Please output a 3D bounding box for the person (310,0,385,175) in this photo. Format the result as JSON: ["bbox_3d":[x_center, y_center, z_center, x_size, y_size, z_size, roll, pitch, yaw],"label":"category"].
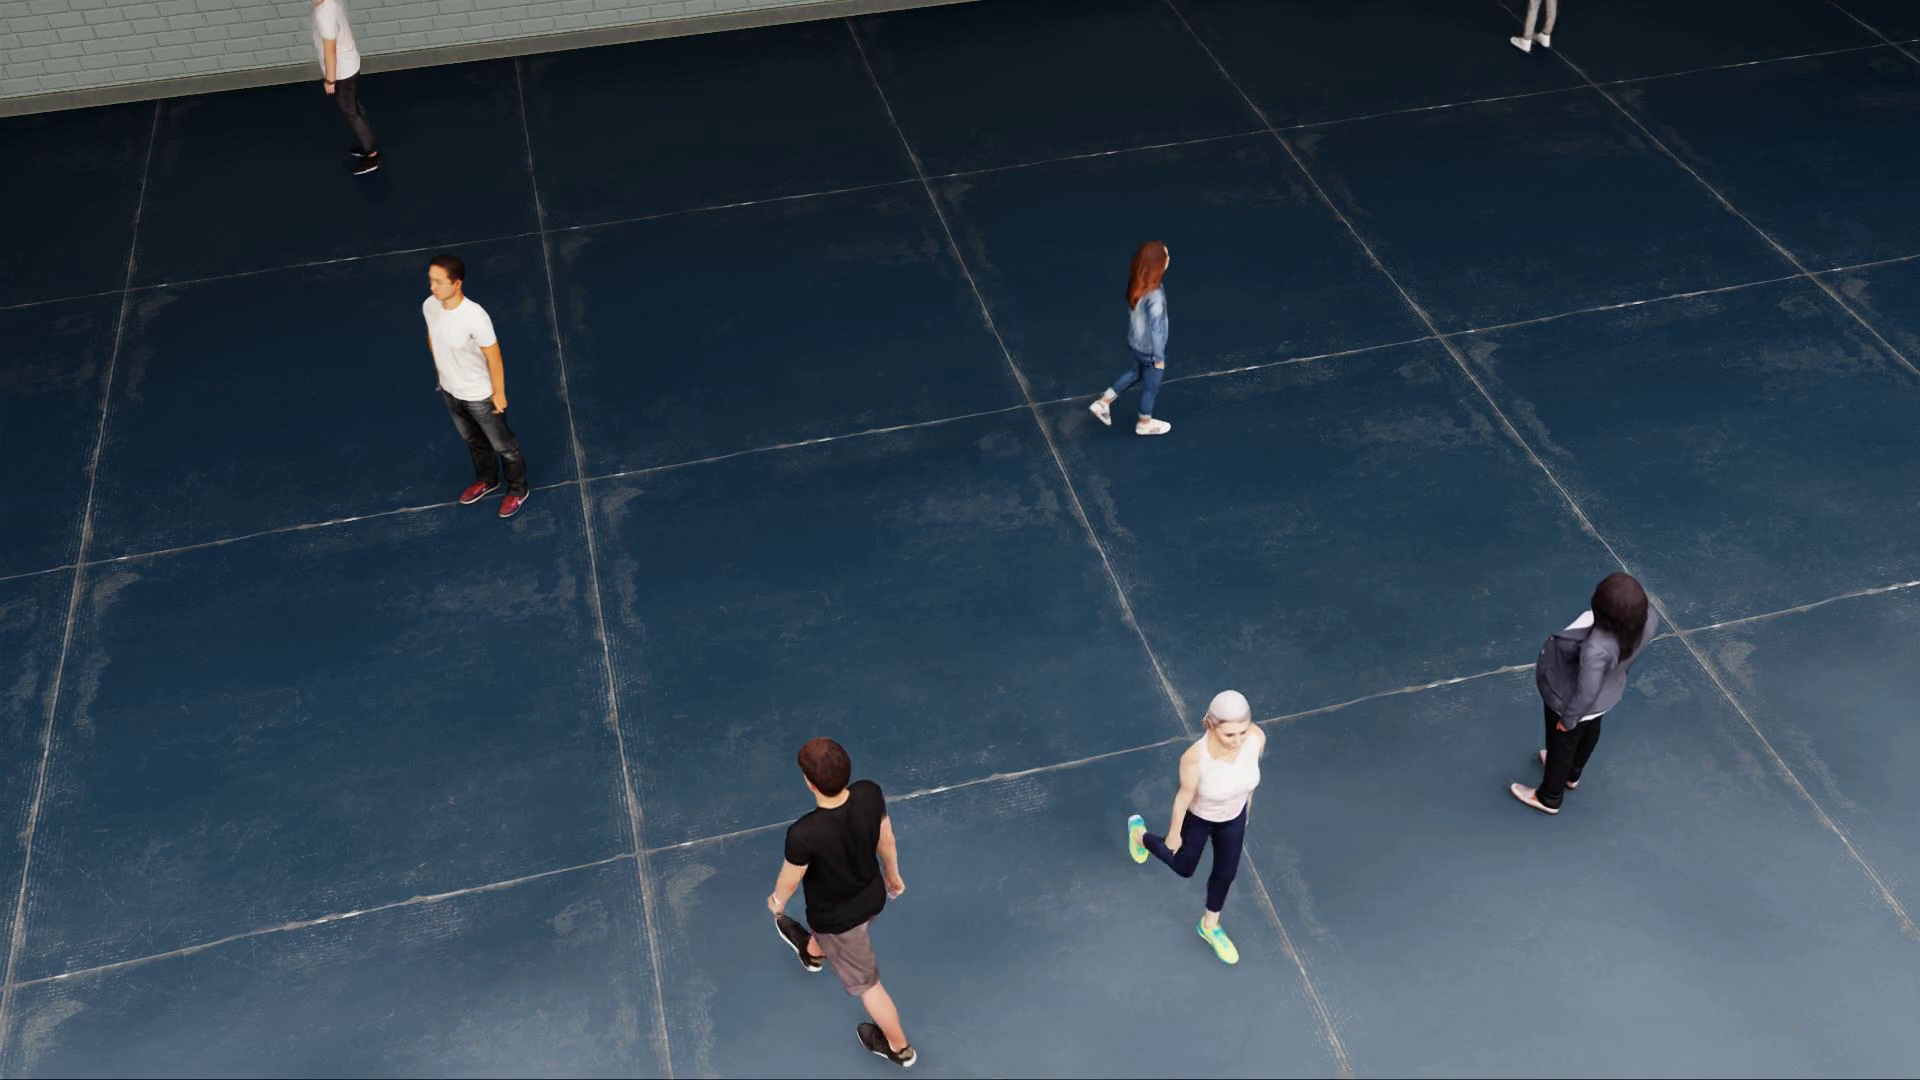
[{"bbox_3d":[-4.806,-3.692,12.897,0.748,1.697,0.496,4,43,4],"label":"person"}]

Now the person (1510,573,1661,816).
[{"bbox_3d":[3.097,0.750,8.214,0.783,1.596,0.805,-32,51,-29],"label":"person"}]

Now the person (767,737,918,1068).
[{"bbox_3d":[-0.425,1.619,7.131,1.274,1.805,1.102,29,50,27],"label":"person"}]

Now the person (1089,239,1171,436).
[{"bbox_3d":[1.102,-1.226,10.426,0.629,1.465,0.695,-9,44,-10],"label":"person"}]

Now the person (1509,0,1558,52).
[{"bbox_3d":[5.138,-4.965,14.467,0.544,1.416,0.506,-16,45,-17],"label":"person"}]

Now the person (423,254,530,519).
[{"bbox_3d":[-2.878,-0.927,9.857,0.711,1.804,0.768,21,47,21],"label":"person"}]

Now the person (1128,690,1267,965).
[{"bbox_3d":[1.092,1.218,7.649,0.775,1.683,1.084,-22,47,-22],"label":"person"}]
